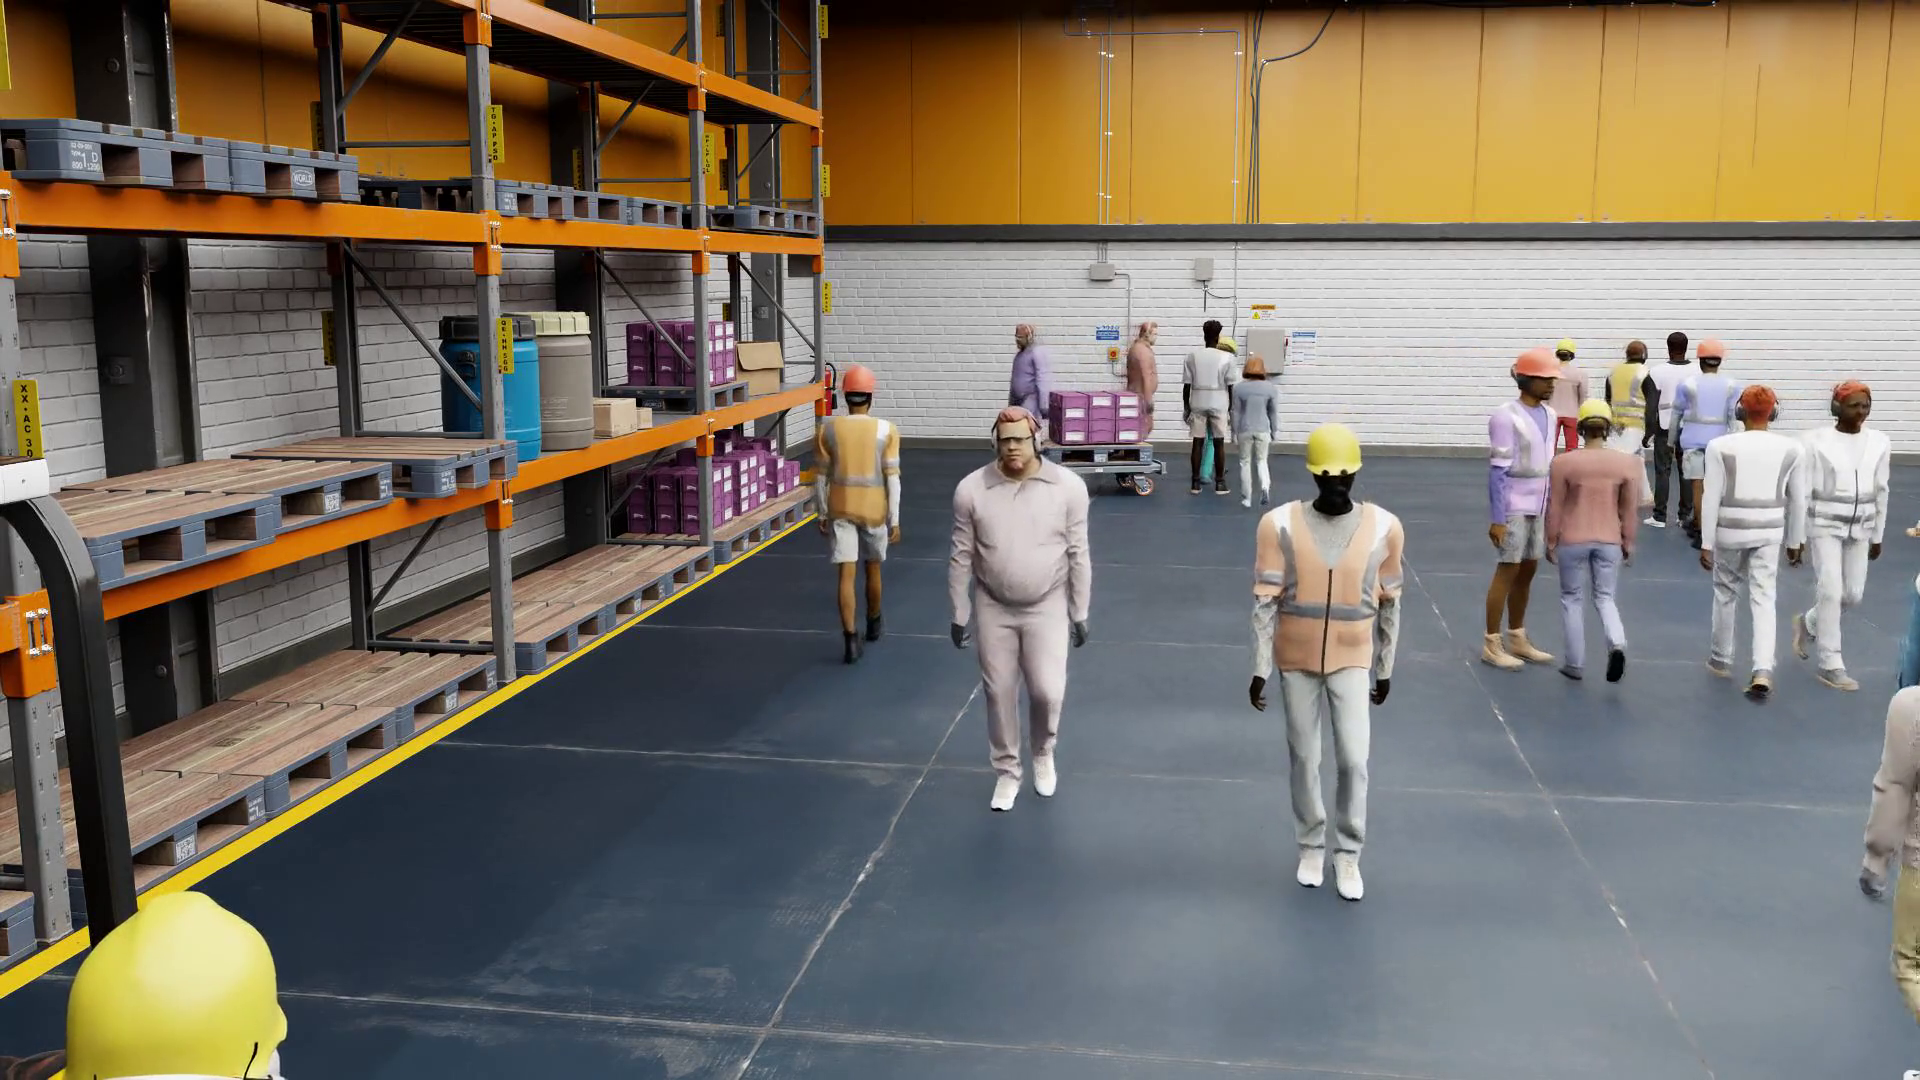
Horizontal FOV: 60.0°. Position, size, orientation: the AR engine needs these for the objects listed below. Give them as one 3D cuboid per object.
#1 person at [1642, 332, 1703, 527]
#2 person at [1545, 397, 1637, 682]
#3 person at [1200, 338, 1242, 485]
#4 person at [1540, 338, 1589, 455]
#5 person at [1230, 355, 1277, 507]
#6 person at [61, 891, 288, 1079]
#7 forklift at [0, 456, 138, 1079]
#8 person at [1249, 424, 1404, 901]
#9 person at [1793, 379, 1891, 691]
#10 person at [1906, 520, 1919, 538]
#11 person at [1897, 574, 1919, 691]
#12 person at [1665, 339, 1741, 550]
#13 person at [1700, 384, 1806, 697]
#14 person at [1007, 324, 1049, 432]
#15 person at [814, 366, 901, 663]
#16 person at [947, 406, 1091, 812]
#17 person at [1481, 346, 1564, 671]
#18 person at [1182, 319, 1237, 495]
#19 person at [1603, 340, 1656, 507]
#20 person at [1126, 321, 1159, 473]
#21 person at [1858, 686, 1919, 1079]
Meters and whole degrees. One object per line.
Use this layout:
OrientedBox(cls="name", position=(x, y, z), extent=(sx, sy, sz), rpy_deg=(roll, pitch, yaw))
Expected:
OrientedBox(cls="person", position=(6.977, -1.070, 16.241), extent=(0.588, 1.914, 0.392), rpy_deg=(0, 9, 1))
OrientedBox(cls="person", position=(3.824, 0.021, 10.049), extent=(0.525, 1.747, 0.545), rpy_deg=(1, 9, 5))
OrientedBox(cls="person", position=(3.073, -1.524, 19.676), extent=(0.583, 1.693, 0.884), rpy_deg=(8, 12, 39))
OrientedBox(cls="person", position=(6.629, -1.333, 18.311), extent=(0.524, 1.769, 0.325), rpy_deg=(4, 10, 23))
OrientedBox(cls="person", position=(3.100, -1.136, 17.562), extent=(0.500, 1.619, 0.440), rpy_deg=(0, 9, -1))
OrientedBox(cls="person", position=(-0.839, 1.295, 1.897), extent=(0.597, 1.831, 0.403), rpy_deg=(-4, 10, -22))
OrientedBox(cls="forklift", position=(-2.328, 0.975, 2.765), extent=(2.313, 2.155, 1.214), rpy_deg=(1, 9, 9))
OrientedBox(cls="person", position=(1.461, 0.488, 6.646), extent=(0.594, 1.903, 0.586), rpy_deg=(2, 9, 11))
OrientedBox(cls="person", position=(5.340, -0.059, 10.172), extent=(0.584, 1.865, 0.741), rpy_deg=(-1, 9, -3))
OrientedBox(cls="person", position=(9.215, -0.862, 15.259), extent=(0.619, 1.817, 0.868), rpy_deg=(-2, 10, -14))
OrientedBox(cls="person", position=(3.902, 0.674, 6.369), extent=(0.437, 1.622, 0.538), rpy_deg=(-6, 11, -32))
OrientedBox(cls="person", position=(6.774, -0.890, 15.205), extent=(0.546, 1.879, 1.000), rpy_deg=(1, 9, 7))
OrientedBox(cls="person", position=(4.740, -0.011, 9.946), extent=(0.590, 1.844, 0.976), rpy_deg=(2, 9, 13))
OrientedBox(cls="person", position=(0.713, -1.618, 19.730), extent=(0.785, 1.868, 0.695), rpy_deg=(-3, 10, -19))
OrientedBox(cls="person", position=(-0.671, -0.194, 10.925), extent=(0.567, 1.881, 0.978), rpy_deg=(0, 9, 1))
OrientedBox(cls="person", position=(0.266, 0.324, 7.709), extent=(0.667, 1.888, 0.436), rpy_deg=(1, 9, 8))
OrientedBox(cls="person", position=(3.571, -0.202, 10.490), extent=(0.616, 2.040, 0.391), rpy_deg=(-8, 12, -39))
OrientedBox(cls="person", position=(2.803, -1.490, 18.664), extent=(0.612, 1.963, 0.362), rpy_deg=(3, 10, 20))
OrientedBox(cls="person", position=(7.024, -1.198, 17.466), extent=(0.991, 1.785, 0.630), rpy_deg=(-3, 10, -17))
OrientedBox(cls="person", position=(2.255, -1.762, 20.595), extent=(0.433, 1.887, 0.671), rpy_deg=(-1, 9, -5))
OrientedBox(cls="person", position=(2.870, 0.947, 4.707), extent=(0.501, 1.615, 0.653), rpy_deg=(0, 9, 3))
